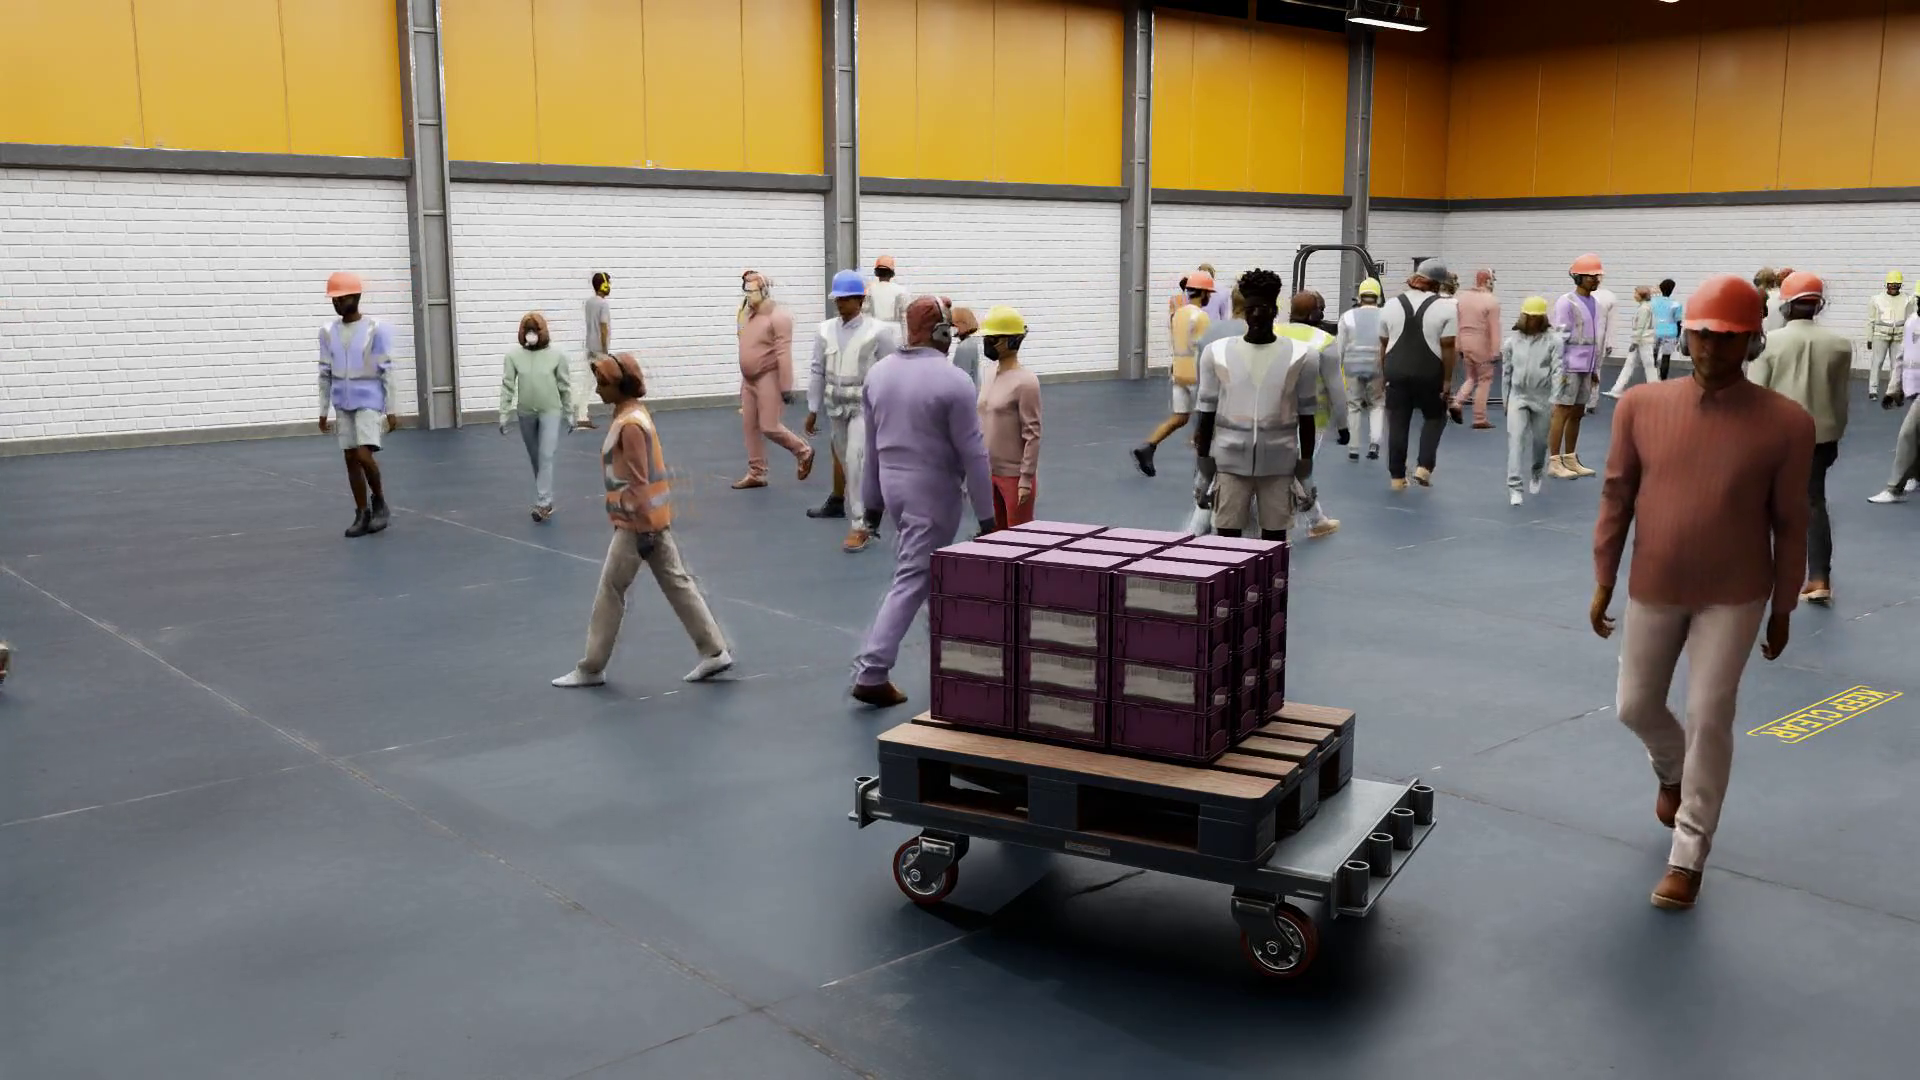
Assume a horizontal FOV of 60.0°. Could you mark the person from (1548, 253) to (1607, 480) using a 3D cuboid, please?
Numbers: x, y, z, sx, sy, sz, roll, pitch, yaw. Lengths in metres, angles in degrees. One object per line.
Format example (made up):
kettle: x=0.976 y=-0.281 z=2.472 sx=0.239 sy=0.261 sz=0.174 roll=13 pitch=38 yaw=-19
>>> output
person: x=5.646 y=-1.574 z=15.146 sx=0.609 sy=2.043 sz=0.397 roll=-8 pitch=12 yaw=-38

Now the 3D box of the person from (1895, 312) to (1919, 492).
person: x=8.242 y=-1.286 z=13.970 sx=0.655 sy=1.870 sz=0.873 roll=6 pitch=11 yaw=30

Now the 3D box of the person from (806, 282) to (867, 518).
person: x=-0.705 y=-1.101 z=12.809 sx=0.905 sy=1.904 sz=0.553 roll=0 pitch=10 yaw=-2

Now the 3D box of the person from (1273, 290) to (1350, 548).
person: x=2.396 y=-0.838 z=11.606 sx=0.977 sy=1.791 sz=0.640 roll=-7 pitch=12 yaw=-37

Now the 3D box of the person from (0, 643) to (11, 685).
person: x=-4.804 y=-0.181 z=7.573 sx=0.880 sy=1.858 sz=0.588 roll=4 pitch=11 yaw=24

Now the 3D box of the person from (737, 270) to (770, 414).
person: x=-2.615 y=-2.499 z=21.152 sx=0.430 sy=1.844 sz=0.624 roll=-5 pitch=11 yaw=-27

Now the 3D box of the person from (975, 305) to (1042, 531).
person: x=0.231 y=-0.347 z=8.776 sx=0.315 sy=1.769 sz=0.525 roll=-6 pitch=11 yaw=-32

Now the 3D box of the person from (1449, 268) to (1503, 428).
person: x=6.088 y=-2.240 z=19.499 sx=0.463 sy=1.888 sz=0.663 roll=-5 pitch=11 yaw=-26

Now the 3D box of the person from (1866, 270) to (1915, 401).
person: x=13.001 y=-2.848 z=23.260 sx=0.593 sy=1.824 sz=0.403 roll=3 pitch=10 yaw=17

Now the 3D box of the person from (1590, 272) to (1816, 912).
person: x=2.373 y=0.136 z=5.333 sx=0.624 sy=1.978 sz=0.743 roll=7 pitch=12 yaw=36

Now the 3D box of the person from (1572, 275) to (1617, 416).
person: x=8.003 y=-2.533 z=21.295 sx=0.645 sy=1.867 sz=0.918 roll=2 pitch=10 yaw=10

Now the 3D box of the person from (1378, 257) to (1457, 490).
person: x=3.946 y=-1.437 z=14.354 sx=0.695 sy=2.000 sz=0.536 roll=6 pitch=11 yaw=30

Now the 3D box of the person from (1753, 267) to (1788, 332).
person: x=8.548 y=-1.970 z=17.895 sx=0.653 sy=1.891 sz=0.984 roll=-1 pitch=10 yaw=-6

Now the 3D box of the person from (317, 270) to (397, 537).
person: x=-4.350 y=-0.966 z=11.942 sx=0.564 sy=1.917 sz=0.410 roll=2 pitch=10 yaw=12

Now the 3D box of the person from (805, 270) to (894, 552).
person: x=-0.786 y=-0.883 z=11.449 sx=0.607 sy=1.920 sz=0.742 roll=6 pitch=11 yaw=31

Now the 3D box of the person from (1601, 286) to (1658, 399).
person: x=9.368 y=-2.717 z=23.096 sx=0.819 sy=1.599 sz=0.530 roll=3 pitch=10 yaw=15

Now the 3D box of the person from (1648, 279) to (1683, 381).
person: x=10.543 y=-3.066 z=24.928 sx=0.546 sy=1.680 sz=0.373 roll=6 pitch=11 yaw=32

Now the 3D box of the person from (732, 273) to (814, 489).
person: x=-1.658 y=-1.382 z=14.507 sx=0.657 sy=1.882 sz=0.643 roll=-8 pitch=13 yaw=-39

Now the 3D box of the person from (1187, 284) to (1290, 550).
person: x=1.794 y=-0.750 z=10.834 sx=1.038 sy=1.881 sz=0.634 roll=-6 pitch=11 yaw=-31

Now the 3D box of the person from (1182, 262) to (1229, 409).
person: x=3.231 y=-2.687 z=21.968 sx=0.634 sy=1.937 sz=0.355 roll=-1 pitch=10 yaw=-7

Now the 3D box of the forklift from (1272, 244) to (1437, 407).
forklift: x=5.256 y=-2.933 z=22.661 sx=2.313 sy=2.155 sz=1.214 roll=3 pitch=10 yaw=16

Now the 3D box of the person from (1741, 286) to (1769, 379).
person: x=6.211 y=-1.130 z=13.292 sx=0.972 sy=1.800 sz=0.632 roll=5 pitch=11 yaw=29

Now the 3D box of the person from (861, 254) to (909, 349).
person: x=-0.913 y=-2.444 z=20.238 sx=0.611 sy=2.042 sz=0.393 roll=0 pitch=10 yaw=-2

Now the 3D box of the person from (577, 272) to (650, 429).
person: x=-4.139 y=-2.220 z=19.593 sx=0.946 sy=1.813 sz=0.543 roll=-9 pitch=13 yaw=-42

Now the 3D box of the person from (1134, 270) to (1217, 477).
person: x=2.024 y=-1.484 z=15.058 sx=0.835 sy=1.905 sz=0.542 roll=-4 pitch=11 yaw=-23

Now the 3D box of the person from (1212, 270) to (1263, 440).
person: x=2.878 y=-1.773 z=16.779 sx=0.494 sy=1.882 sz=0.638 roll=1 pitch=10 yaw=6

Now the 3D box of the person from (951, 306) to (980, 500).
person: x=0.103 y=-1.107 z=13.650 sx=0.536 sy=1.613 sz=0.512 roll=1 pitch=10 yaw=6

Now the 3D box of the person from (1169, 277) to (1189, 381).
person: x=3.635 y=-3.400 z=26.875 sx=0.525 sy=1.689 sz=0.320 roll=4 pitch=10 yaw=20

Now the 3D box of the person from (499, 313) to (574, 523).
person: x=-3.243 y=-0.928 z=12.679 sx=0.528 sy=1.581 sz=0.858 roll=0 pitch=10 yaw=1

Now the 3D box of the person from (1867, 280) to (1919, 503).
person: x=7.981 y=-1.241 z=13.668 sx=0.946 sy=1.889 sz=0.588 roll=-1 pitch=10 yaw=-4

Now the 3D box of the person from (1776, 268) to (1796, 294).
person: x=9.759 y=-2.278 z=19.737 sx=0.577 sy=1.882 sz=0.349 roll=0 pitch=10 yaw=1

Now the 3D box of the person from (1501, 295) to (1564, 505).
person: x=4.716 y=-1.172 z=13.755 sx=0.485 sy=1.717 sz=0.768 roll=3 pitch=10 yaw=17

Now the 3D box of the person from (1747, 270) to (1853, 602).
person: x=4.985 y=-0.628 z=9.922 sx=0.645 sy=1.944 sz=1.039 roll=1 pitch=10 yaw=6

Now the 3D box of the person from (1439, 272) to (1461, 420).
person: x=6.027 y=-2.383 z=20.528 sx=0.610 sy=1.819 sz=0.543 roll=-5 pitch=11 yaw=-28

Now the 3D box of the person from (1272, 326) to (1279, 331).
person: x=2.476 y=-1.179 z=13.693 sx=0.549 sy=1.745 sz=0.414 roll=7 pitch=12 yaw=36

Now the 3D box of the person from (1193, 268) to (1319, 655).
person: x=1.493 y=-0.379 z=8.404 sx=0.648 sy=1.963 sz=0.361 roll=2 pitch=10 yaw=11

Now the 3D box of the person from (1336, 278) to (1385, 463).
person: x=3.984 y=-1.657 z=16.308 sx=0.632 sy=1.810 sz=0.439 roll=2 pitch=10 yaw=10

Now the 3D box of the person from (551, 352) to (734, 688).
person: x=-1.478 y=-0.086 z=7.772 sx=0.856 sy=1.592 sz=0.526 roll=-1 pitch=10 yaw=-6

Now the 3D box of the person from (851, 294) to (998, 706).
person: x=-0.150 y=-0.189 z=7.606 sx=1.007 sy=1.854 sz=0.667 roll=-9 pitch=13 yaw=-42
